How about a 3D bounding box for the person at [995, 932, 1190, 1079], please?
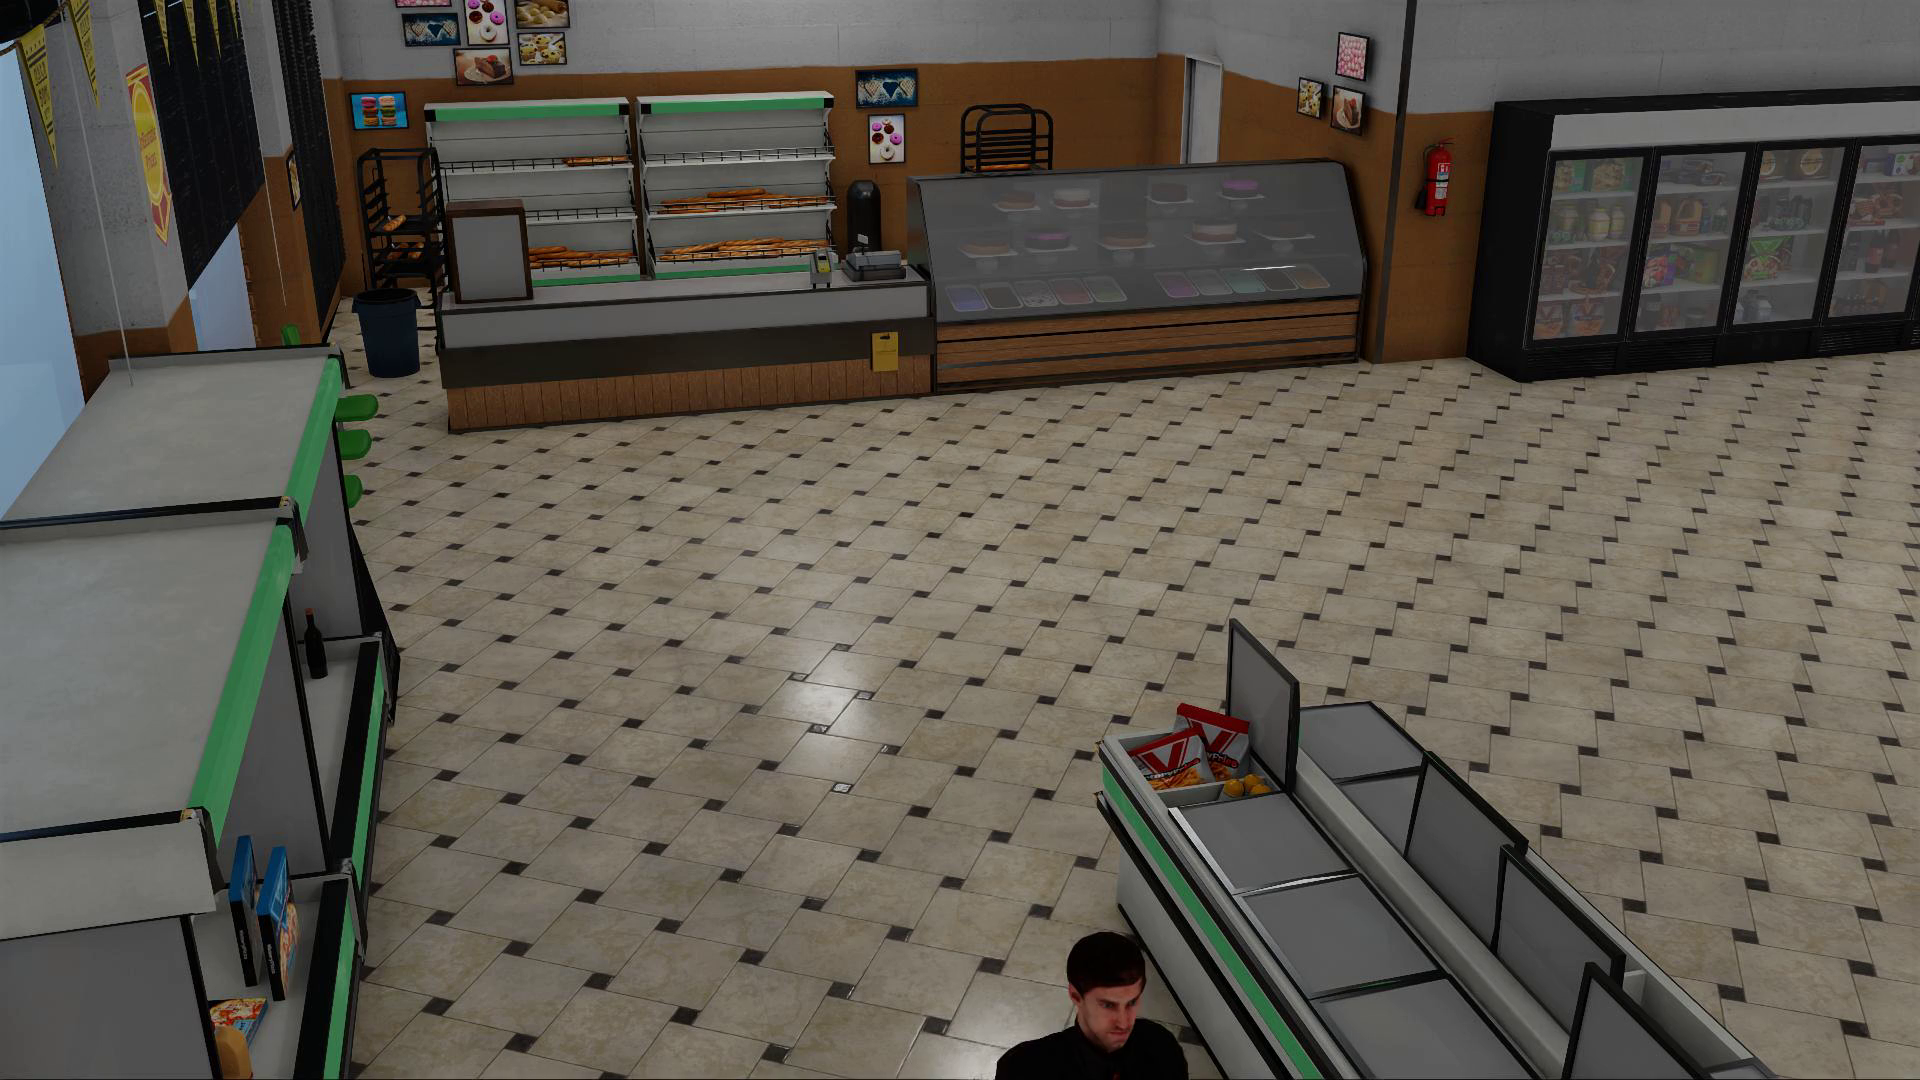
[{"bbox_3d":[0.286,1.770,4.327,0.719,1.815,1.012,-7,23,-17],"label":"person"}]
